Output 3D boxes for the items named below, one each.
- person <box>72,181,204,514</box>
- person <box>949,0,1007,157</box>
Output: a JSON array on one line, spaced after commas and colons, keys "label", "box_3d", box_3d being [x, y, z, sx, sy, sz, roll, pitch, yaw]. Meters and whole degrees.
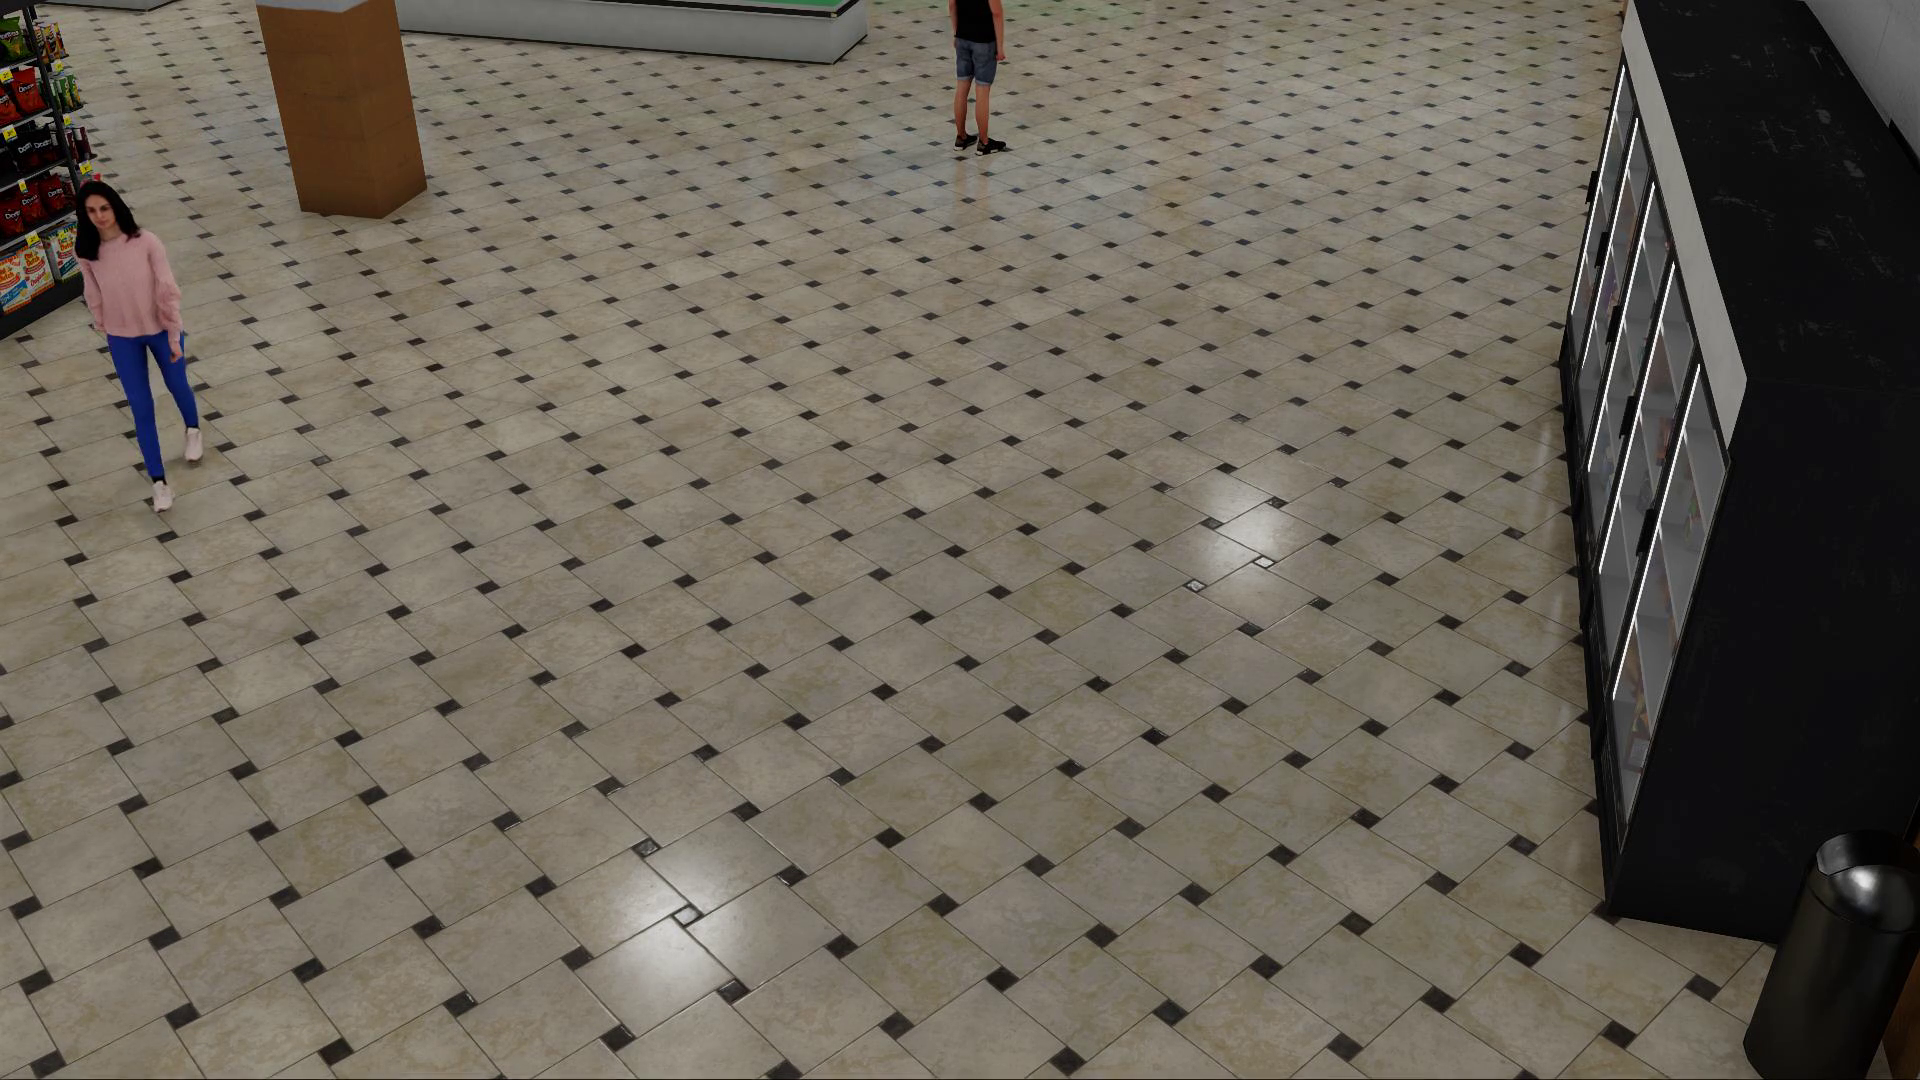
[{"label": "person", "box_3d": [-4.330, -1.095, 8.887, 1.166, 1.725, 1.085, -8, 33, -13]}, {"label": "person", "box_3d": [0.120, -4.087, 13.582, 0.631, 1.845, 0.786, 21, 38, 30]}]
